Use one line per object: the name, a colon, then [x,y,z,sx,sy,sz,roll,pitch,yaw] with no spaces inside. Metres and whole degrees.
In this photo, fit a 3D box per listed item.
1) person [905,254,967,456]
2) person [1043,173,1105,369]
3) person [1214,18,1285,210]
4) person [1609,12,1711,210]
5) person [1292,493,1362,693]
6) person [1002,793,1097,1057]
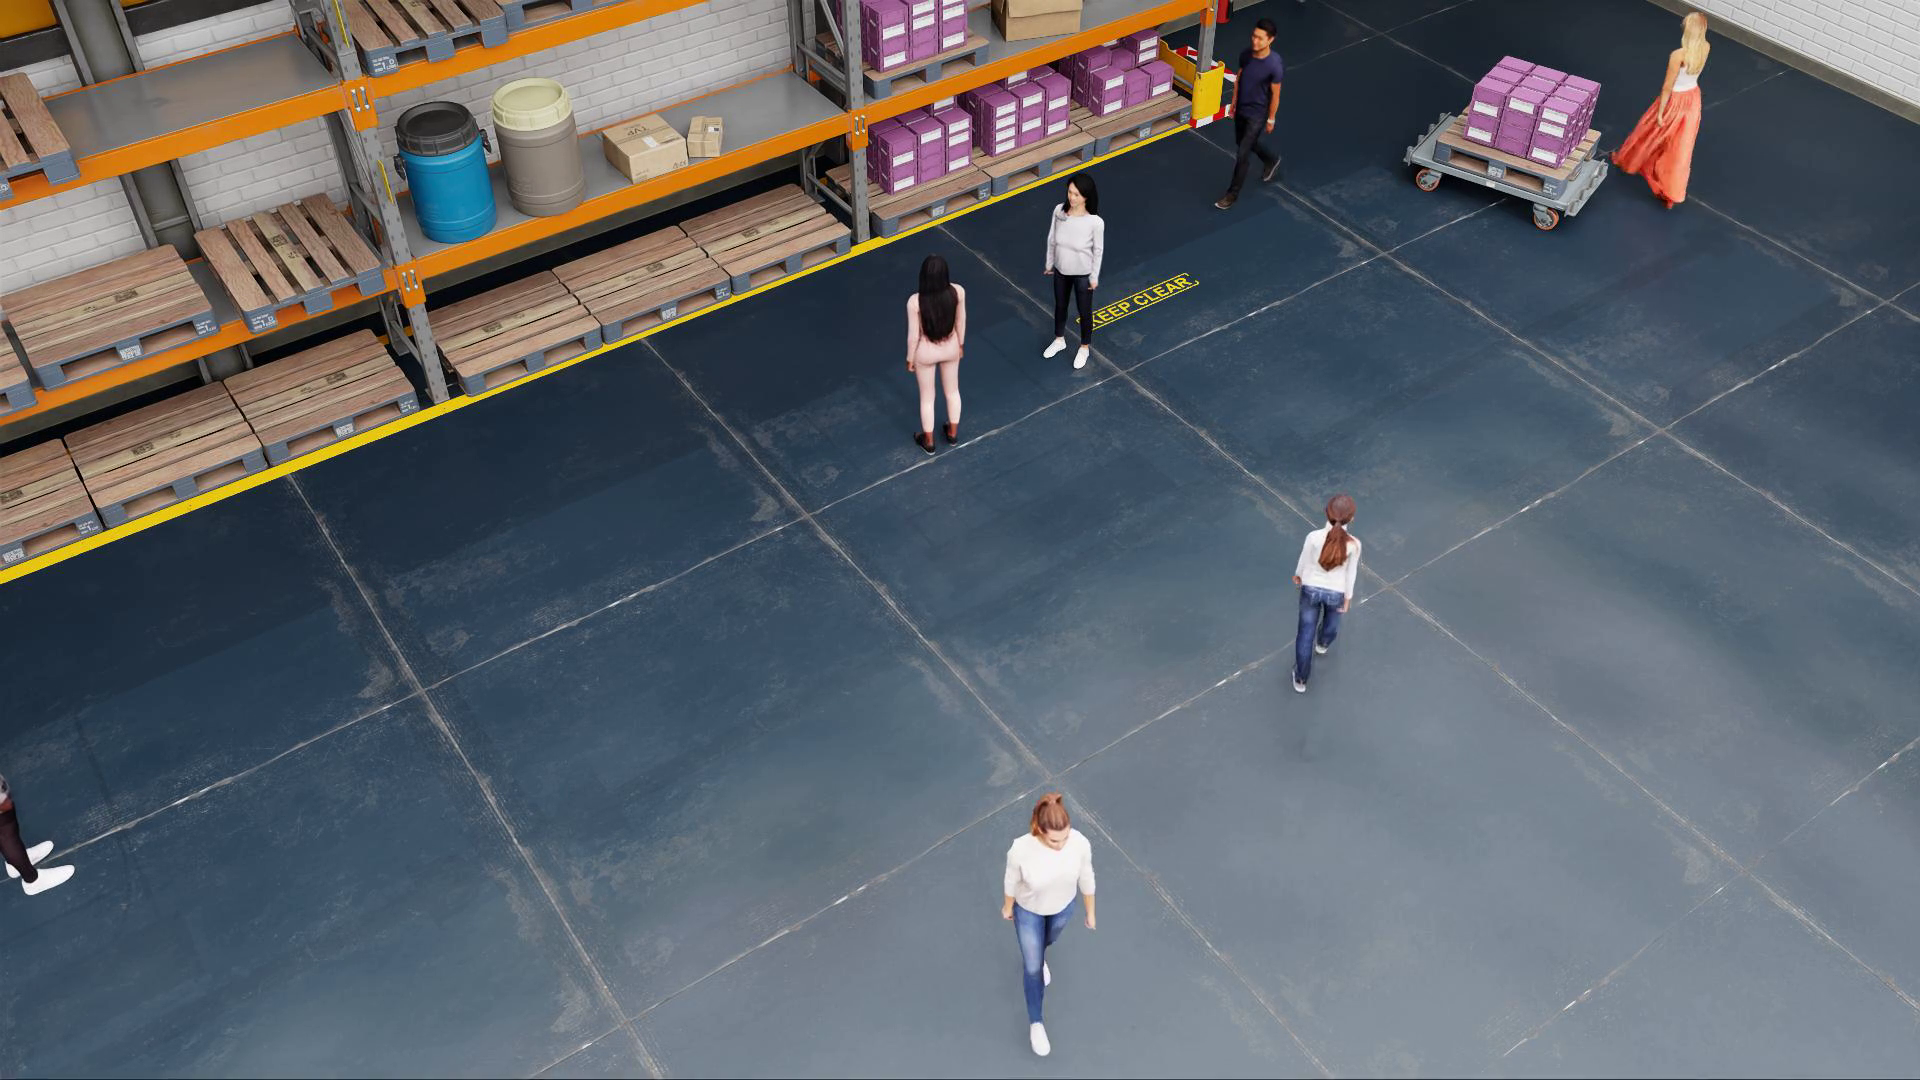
person: [-0.172,-1.384,12.346,0.540,1.721,0.719,-17,46,-17]
person: [0.912,-2.143,13.157,0.705,1.701,0.703,21,48,21]
person: [2.675,-3.862,14.913,1.061,1.768,0.635,-27,50,-25]
person: [6.449,-3.785,14.839,1.205,1.758,0.956,-11,45,-12]
person: [2.307,0.382,10.624,0.843,1.538,0.896,6,44,6]
person: [0.445,1.900,8.915,0.983,1.697,0.911,-8,44,-9]
